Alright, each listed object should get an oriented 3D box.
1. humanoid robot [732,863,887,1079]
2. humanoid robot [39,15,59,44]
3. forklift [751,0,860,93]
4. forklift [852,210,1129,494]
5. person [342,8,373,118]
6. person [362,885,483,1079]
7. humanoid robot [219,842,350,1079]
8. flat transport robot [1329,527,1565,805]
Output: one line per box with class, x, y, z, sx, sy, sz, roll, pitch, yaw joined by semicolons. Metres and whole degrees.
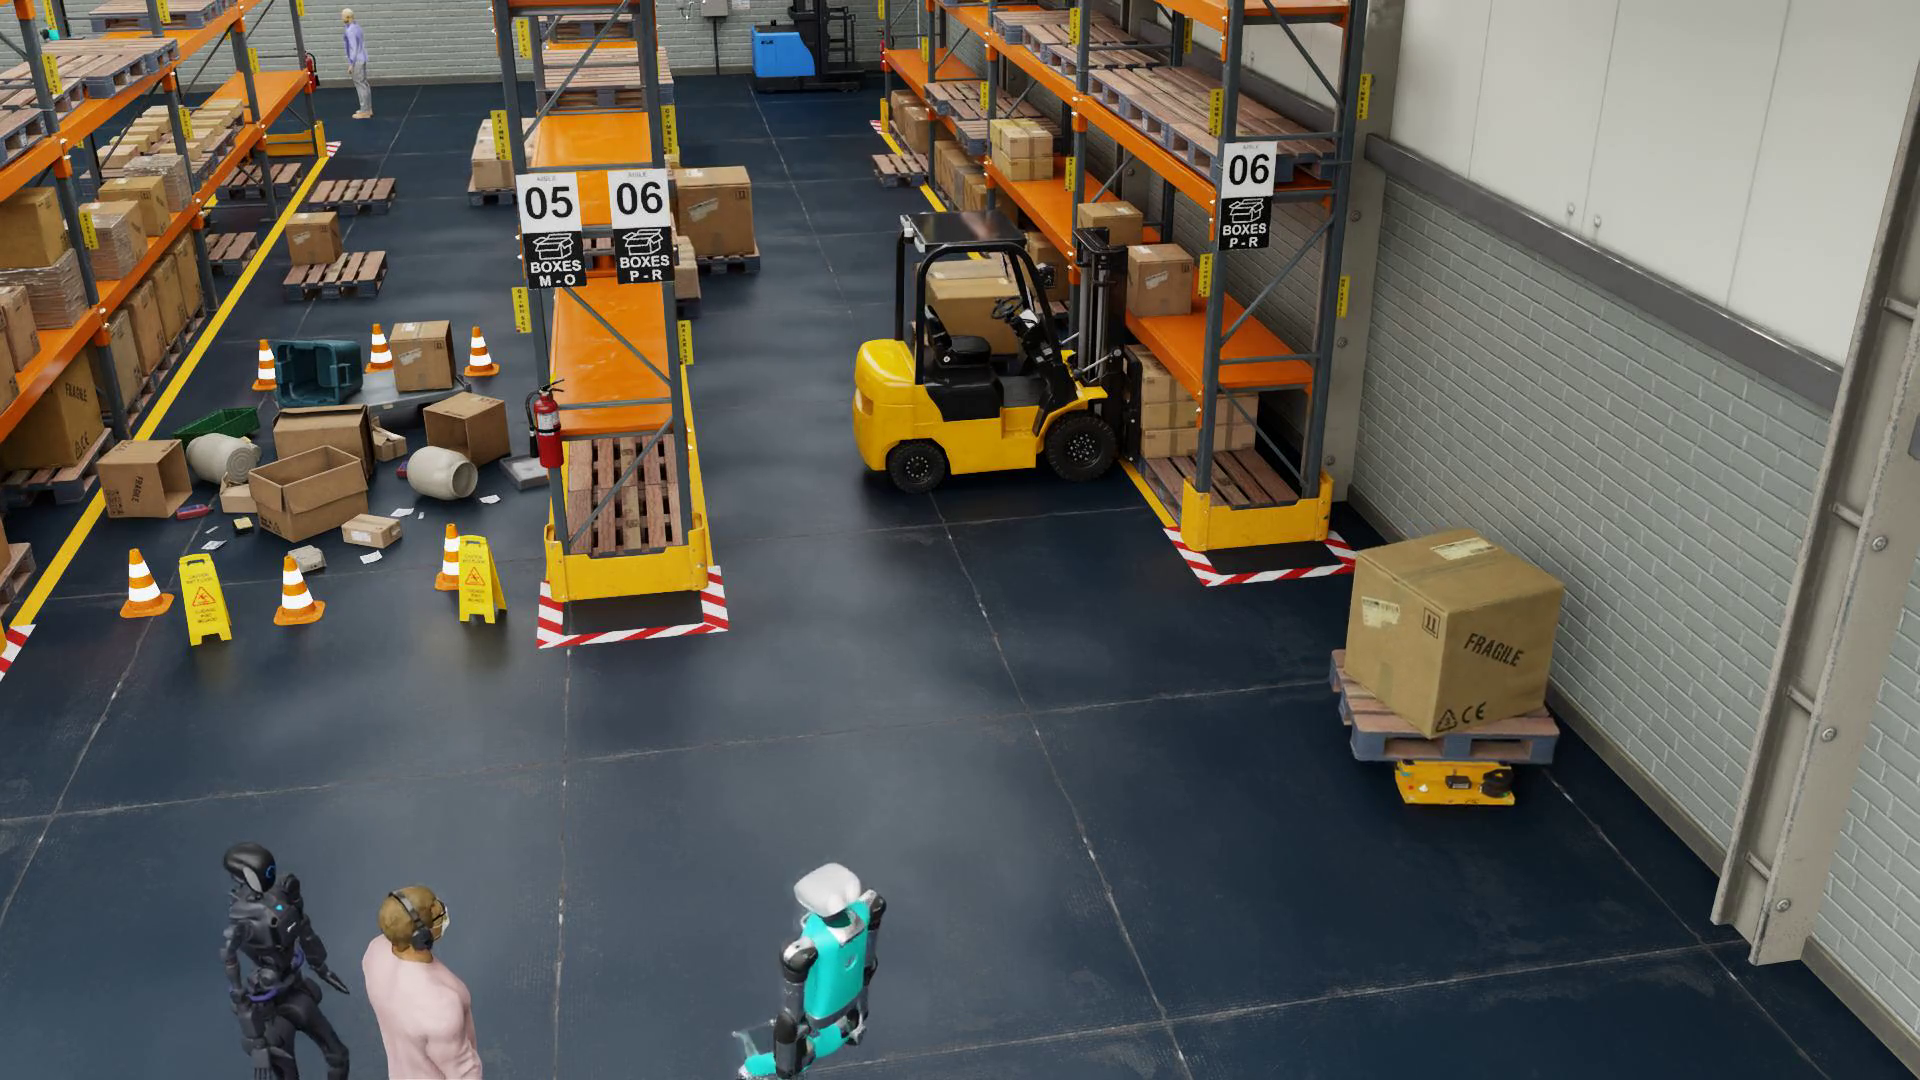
humanoid robot;-0.709;2.064;7.127;0.786;1.777;0.543;21;32;36
humanoid robot;-14.790;-7.924;27.964;0.972;1.725;0.574;8;27;17
forklift;-2.872;-9.679;30.288;1.873;2.768;1.129;-5;26;-10
forklift;0.216;-1.659;14.366;2.313;2.155;1.214;-5;26;-10
person;-10.208;-8.077;28.183;0.395;1.800;0.588;-2;26;-4
person;-2.068;2.188;6.647;0.630;1.940;0.373;23;34;39
humanoid robot;-2.928;2.027;7.269;0.387;1.650;0.598;5;26;10
flat transport robot;3.023;1.217;10.594;0.659;0.231;1.431;1;26;2
